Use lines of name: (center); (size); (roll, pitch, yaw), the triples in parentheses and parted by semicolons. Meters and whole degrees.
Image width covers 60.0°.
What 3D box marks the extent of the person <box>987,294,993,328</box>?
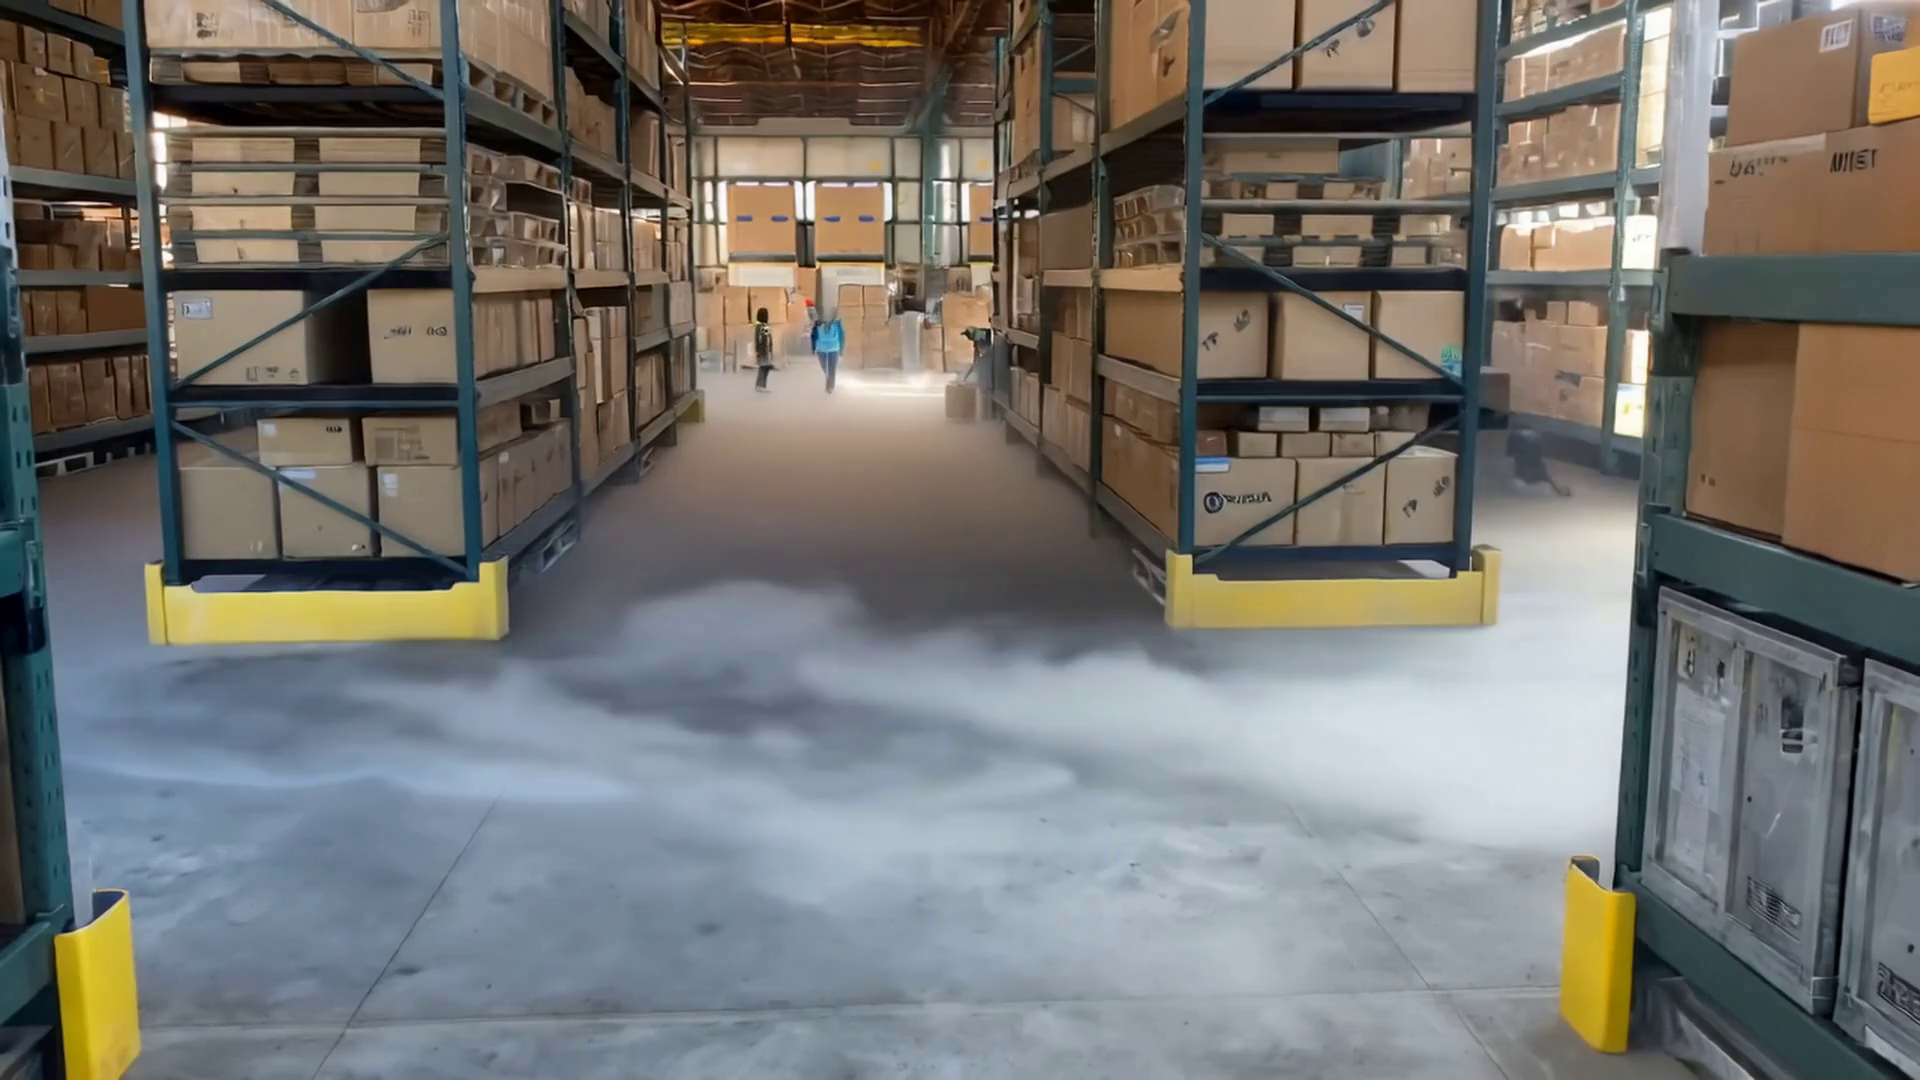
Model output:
person: (0.946, -5.538, 43.607); (0.624, 1.930, 0.378); (0, 9, 0)

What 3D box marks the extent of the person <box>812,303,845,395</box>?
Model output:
person: (-2.586, -3.782, 32.952); (0.634, 1.811, 0.885); (1, 9, 9)

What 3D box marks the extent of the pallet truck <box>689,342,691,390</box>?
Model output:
pallet truck: (-5.225, -3.008, 27.480); (1.885, 1.965, 0.823); (2, 9, 14)

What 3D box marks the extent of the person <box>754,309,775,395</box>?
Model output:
person: (-3.874, -3.702, 32.783); (0.317, 1.696, 0.538); (-5, 11, -31)

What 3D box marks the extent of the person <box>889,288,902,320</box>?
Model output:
person: (-2.306, -7.828, 57.980); (0.632, 1.930, 0.387); (3, 10, 20)

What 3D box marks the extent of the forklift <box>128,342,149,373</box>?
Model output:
forklift: (-15.639, -3.901, 30.326); (1.129, 2.768, 1.873); (-1, 9, -4)

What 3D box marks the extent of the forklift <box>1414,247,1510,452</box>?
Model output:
forklift: (6.345, -2.621, 22.289); (1.873, 2.768, 1.129); (1, 9, 4)

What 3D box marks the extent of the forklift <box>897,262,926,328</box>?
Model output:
forklift: (-1.780, -8.547, 59.499); (1.129, 2.768, 1.873); (-1, 9, -4)
